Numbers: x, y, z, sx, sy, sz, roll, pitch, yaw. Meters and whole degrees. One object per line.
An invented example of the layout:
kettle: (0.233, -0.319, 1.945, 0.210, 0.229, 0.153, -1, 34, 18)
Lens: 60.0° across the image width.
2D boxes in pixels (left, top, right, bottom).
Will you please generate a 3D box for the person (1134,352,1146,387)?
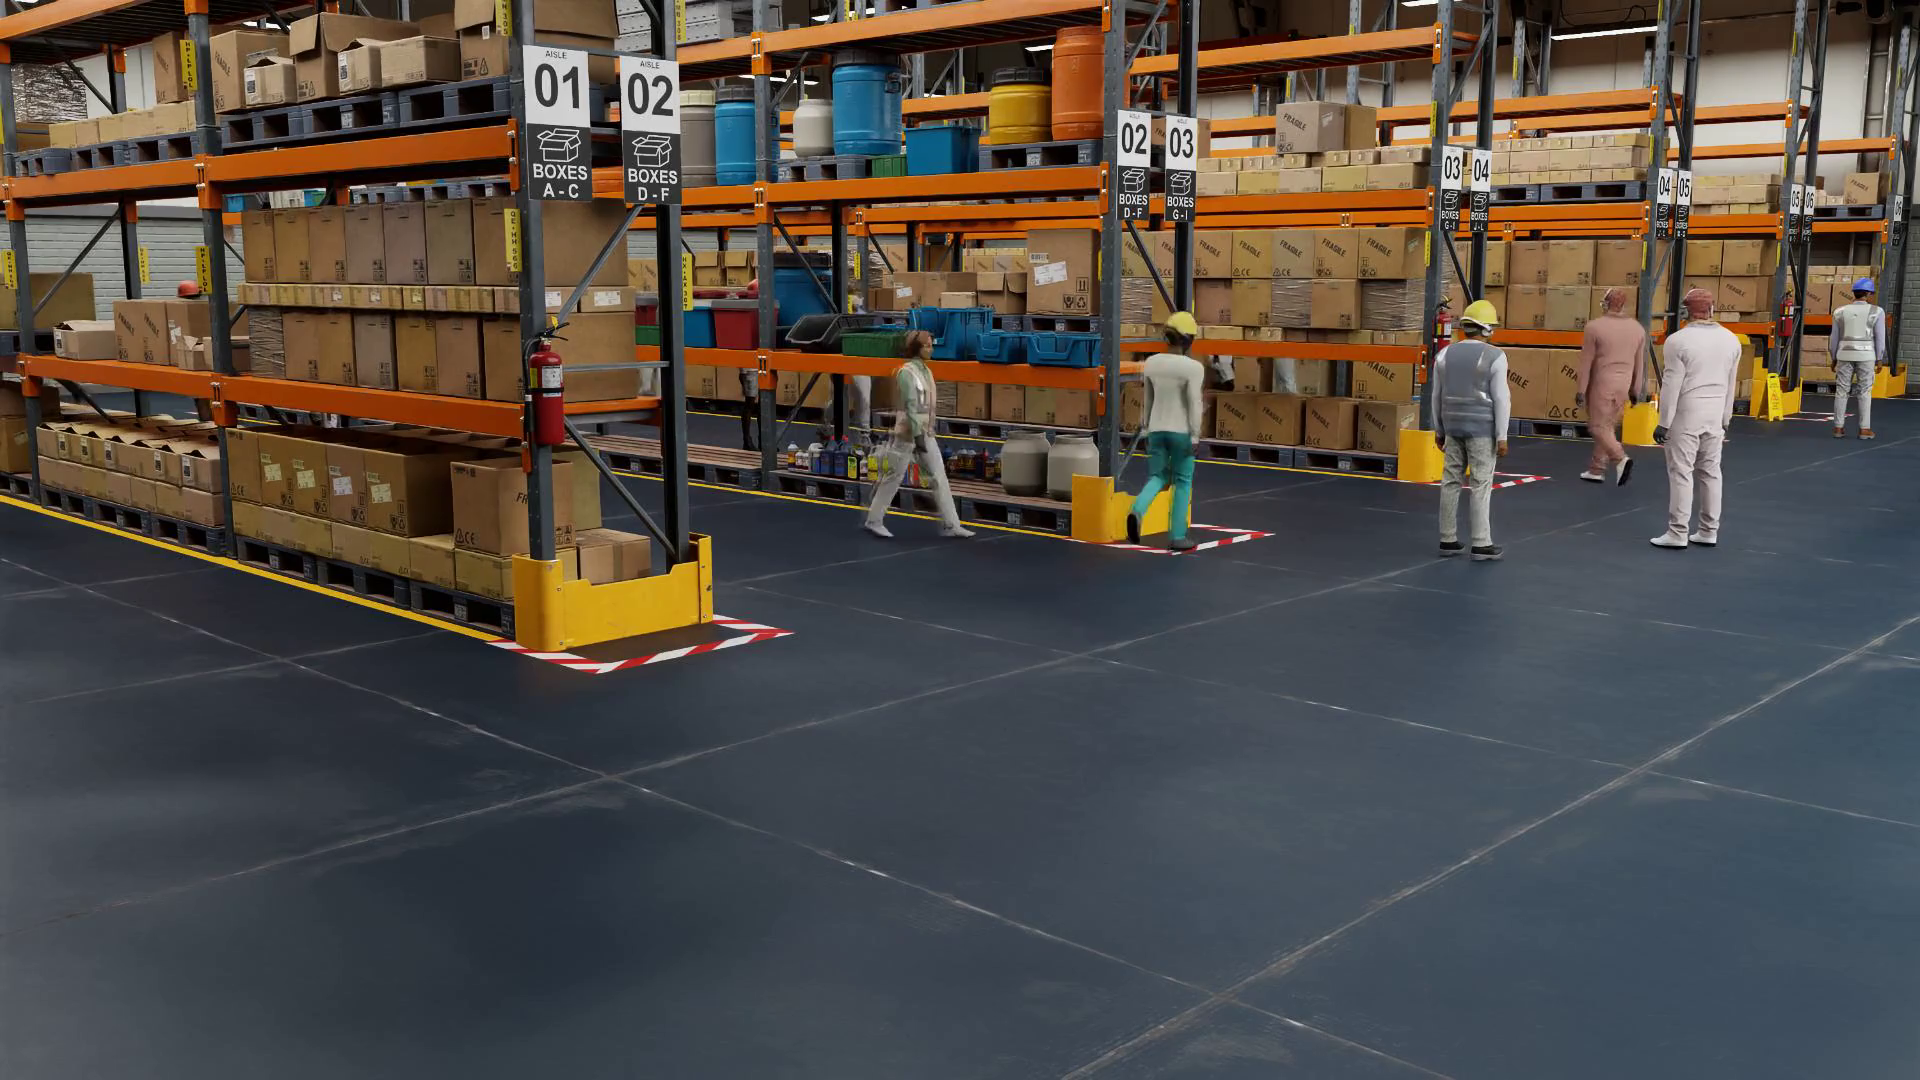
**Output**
person: (2.647, -2.573, 22.605, 0.636, 1.898, 0.454, -6, 11, -33)

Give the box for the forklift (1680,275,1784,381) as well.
forklift: (12.480, -3.427, 27.053, 1.214, 2.155, 2.313, 9, 13, 43)

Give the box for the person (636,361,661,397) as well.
person: (-4.091, -2.333, 21.992, 0.506, 1.614, 0.640, -6, 11, -34)

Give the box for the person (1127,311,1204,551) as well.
person: (1.494, -0.776, 12.018, 0.531, 1.747, 0.542, 8, 12, 40)

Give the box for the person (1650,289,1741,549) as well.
person: (5.386, -0.890, 12.255, 0.645, 1.905, 0.400, -3, 10, -18)

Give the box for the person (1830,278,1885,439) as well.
person: (10.919, -2.210, 20.244, 0.602, 1.939, 0.401, 9, 13, 43)

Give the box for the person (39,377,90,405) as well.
person: (-13.198, -2.853, 24.120, 0.944, 1.963, 0.606, -3, 10, -16)

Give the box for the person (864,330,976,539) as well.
person: (-0.347, -0.792, 12.623, 0.873, 1.595, 0.514, 4, 10, 26)

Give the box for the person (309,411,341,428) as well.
person: (-5.418, -1.212, 14.335, 0.319, 1.871, 0.532, 3, 10, 15)

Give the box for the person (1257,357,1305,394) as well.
person: (4.208, -2.477, 22.024, 0.636, 1.897, 0.977, -9, 13, -43)

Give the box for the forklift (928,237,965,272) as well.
forklift: (-0.326, -5.817, 39.609, 1.129, 2.768, 1.873, 9, 13, 43)

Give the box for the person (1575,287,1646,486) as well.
person: (6.179, -1.454, 15.777, 0.647, 1.880, 0.828, -3, 10, -16)

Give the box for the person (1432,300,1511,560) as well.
person: (3.651, -0.785, 11.839, 0.403, 1.827, 0.601, -7, 12, -38)

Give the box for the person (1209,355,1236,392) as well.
person: (3.501, -2.317, 21.647, 0.536, 1.678, 0.547, 4, 10, 22)

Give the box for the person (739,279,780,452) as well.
person: (-2.233, -1.919, 18.460, 0.356, 1.937, 0.552, 8, 12, 40)

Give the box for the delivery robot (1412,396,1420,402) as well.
delivery robot: (5.415, -1.468, 19.770, 0.707, 0.478, 0.477, 3, 10, 20)

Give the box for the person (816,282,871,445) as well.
person: (-1.284, -1.940, 18.709, 0.634, 1.910, 0.903, -7, 11, -36)

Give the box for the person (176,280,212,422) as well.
person: (-8.510, -1.906, 18.421, 0.701, 1.918, 0.577, 5, 11, 30)
